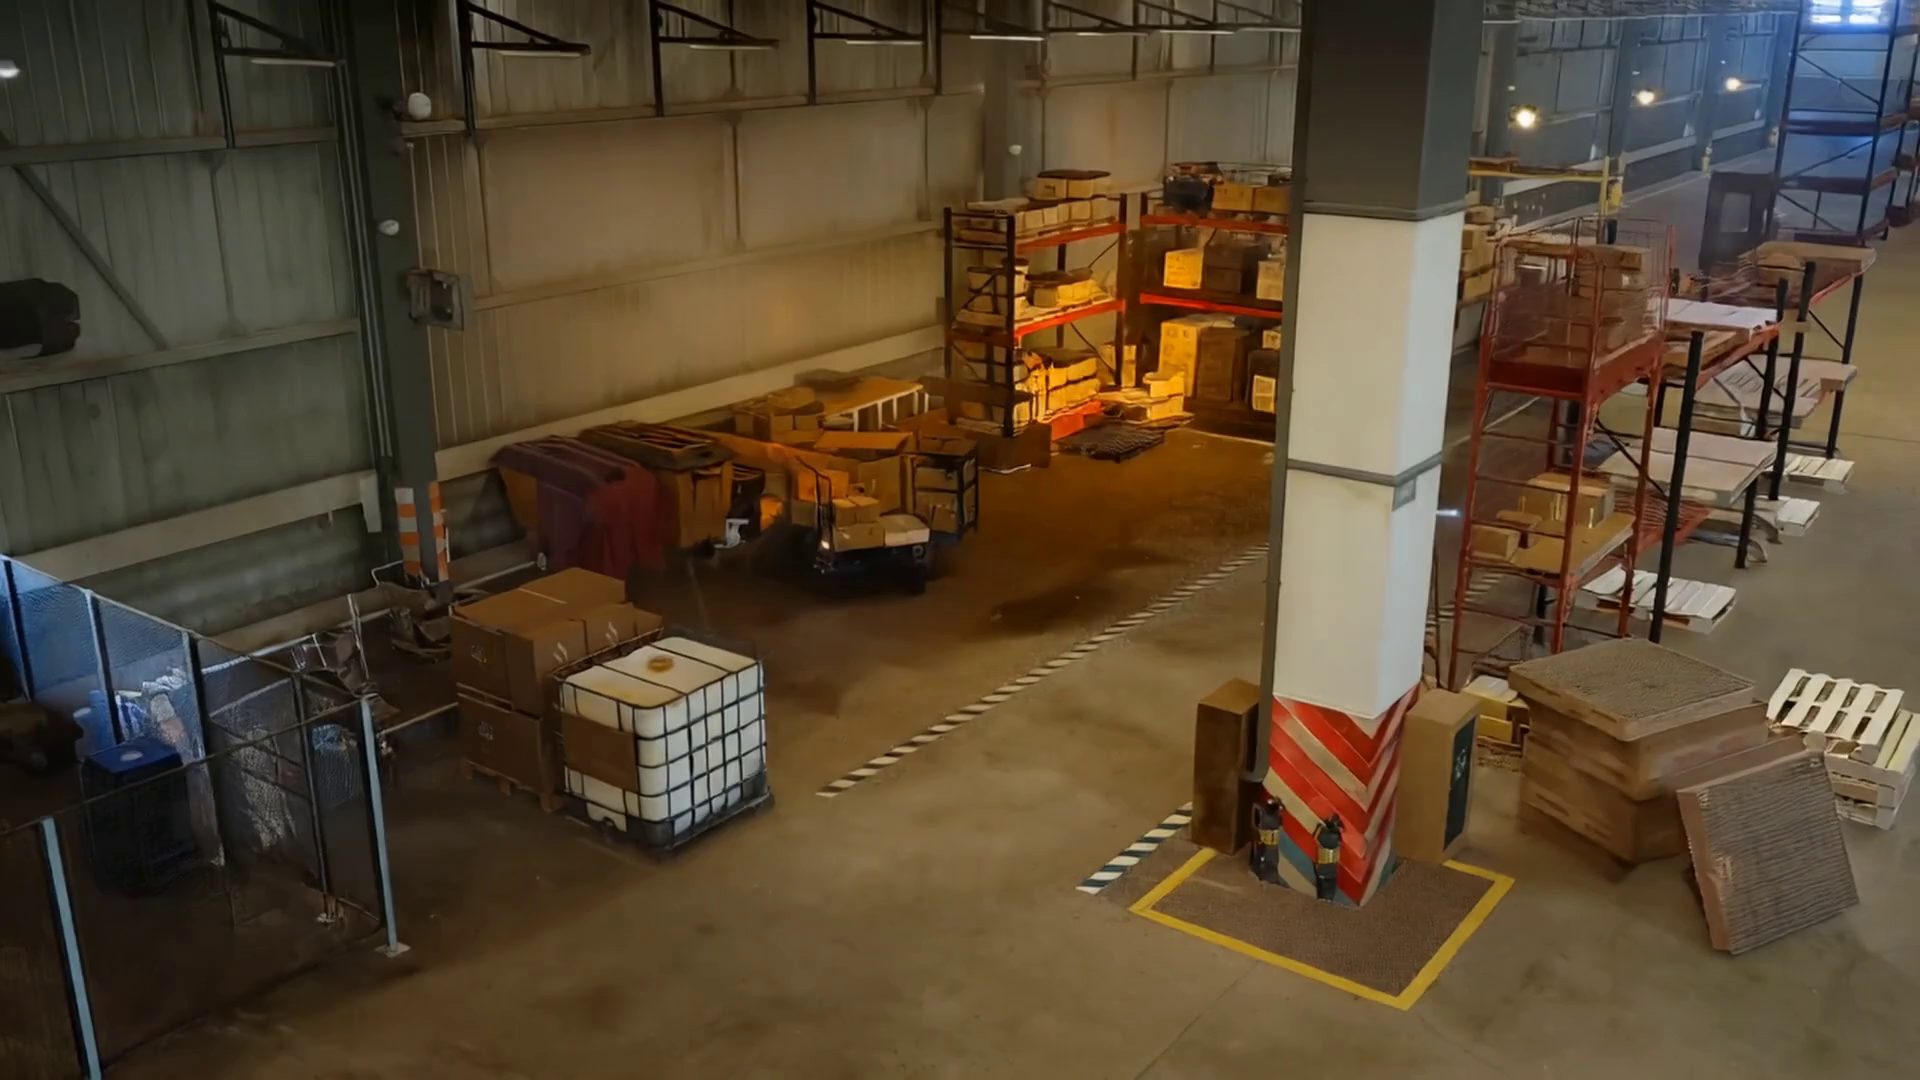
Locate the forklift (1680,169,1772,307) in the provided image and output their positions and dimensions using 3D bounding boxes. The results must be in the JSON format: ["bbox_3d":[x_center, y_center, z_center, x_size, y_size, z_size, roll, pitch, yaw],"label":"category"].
[{"bbox_3d":[13.427,-5.032,29.020,1.129,2.768,1.873,13,22,34],"label":"forklift"}]
